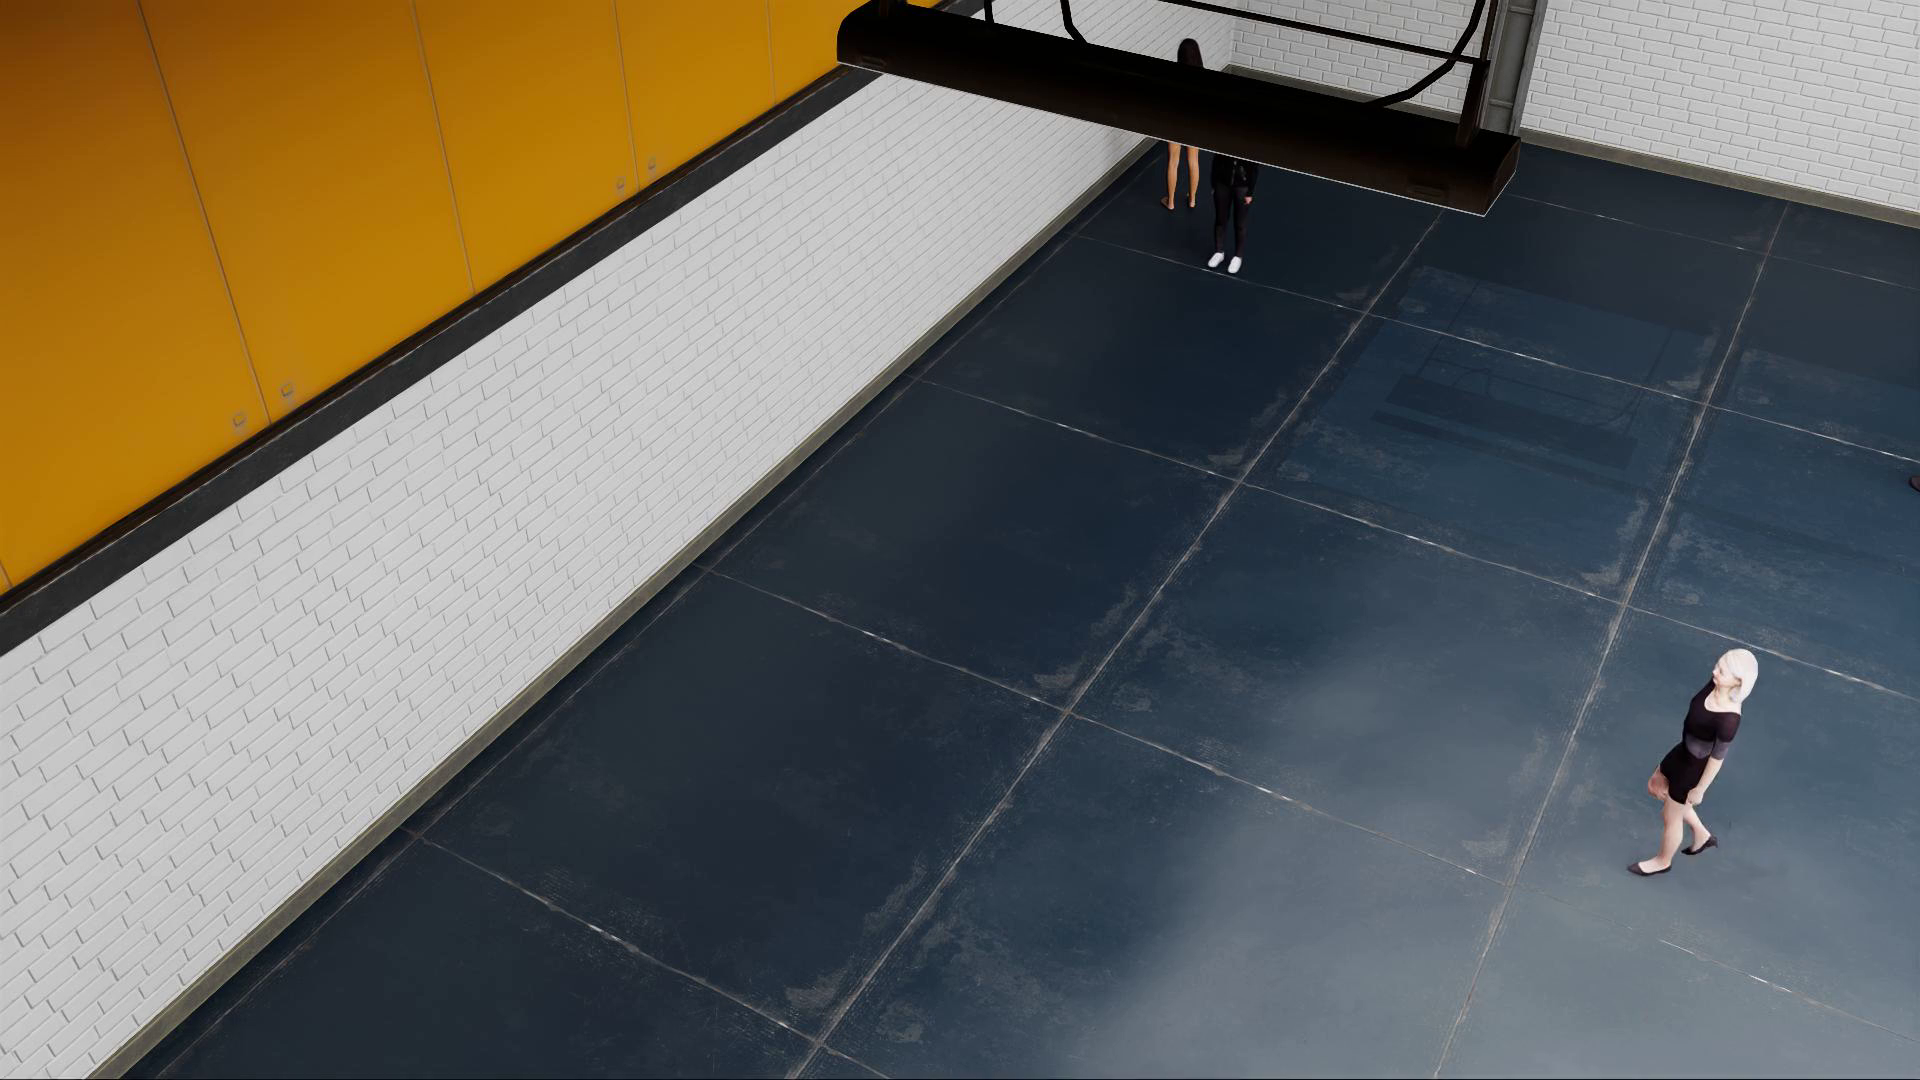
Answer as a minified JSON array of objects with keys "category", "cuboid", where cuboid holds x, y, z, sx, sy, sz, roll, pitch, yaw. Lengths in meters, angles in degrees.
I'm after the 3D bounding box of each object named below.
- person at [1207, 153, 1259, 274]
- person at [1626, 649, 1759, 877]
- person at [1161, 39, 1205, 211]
[{"category":"person","cuboid":[2.554,-3.288,15.416,0.488,1.683,0.661,17,42,20]},{"category":"person","cuboid":[4.310,1.311,9.550,0.810,1.817,0.730,6,39,8]},{"category":"person","cuboid":[2.212,-4.087,16.378,0.636,1.732,0.723,-4,39,-5]}]
